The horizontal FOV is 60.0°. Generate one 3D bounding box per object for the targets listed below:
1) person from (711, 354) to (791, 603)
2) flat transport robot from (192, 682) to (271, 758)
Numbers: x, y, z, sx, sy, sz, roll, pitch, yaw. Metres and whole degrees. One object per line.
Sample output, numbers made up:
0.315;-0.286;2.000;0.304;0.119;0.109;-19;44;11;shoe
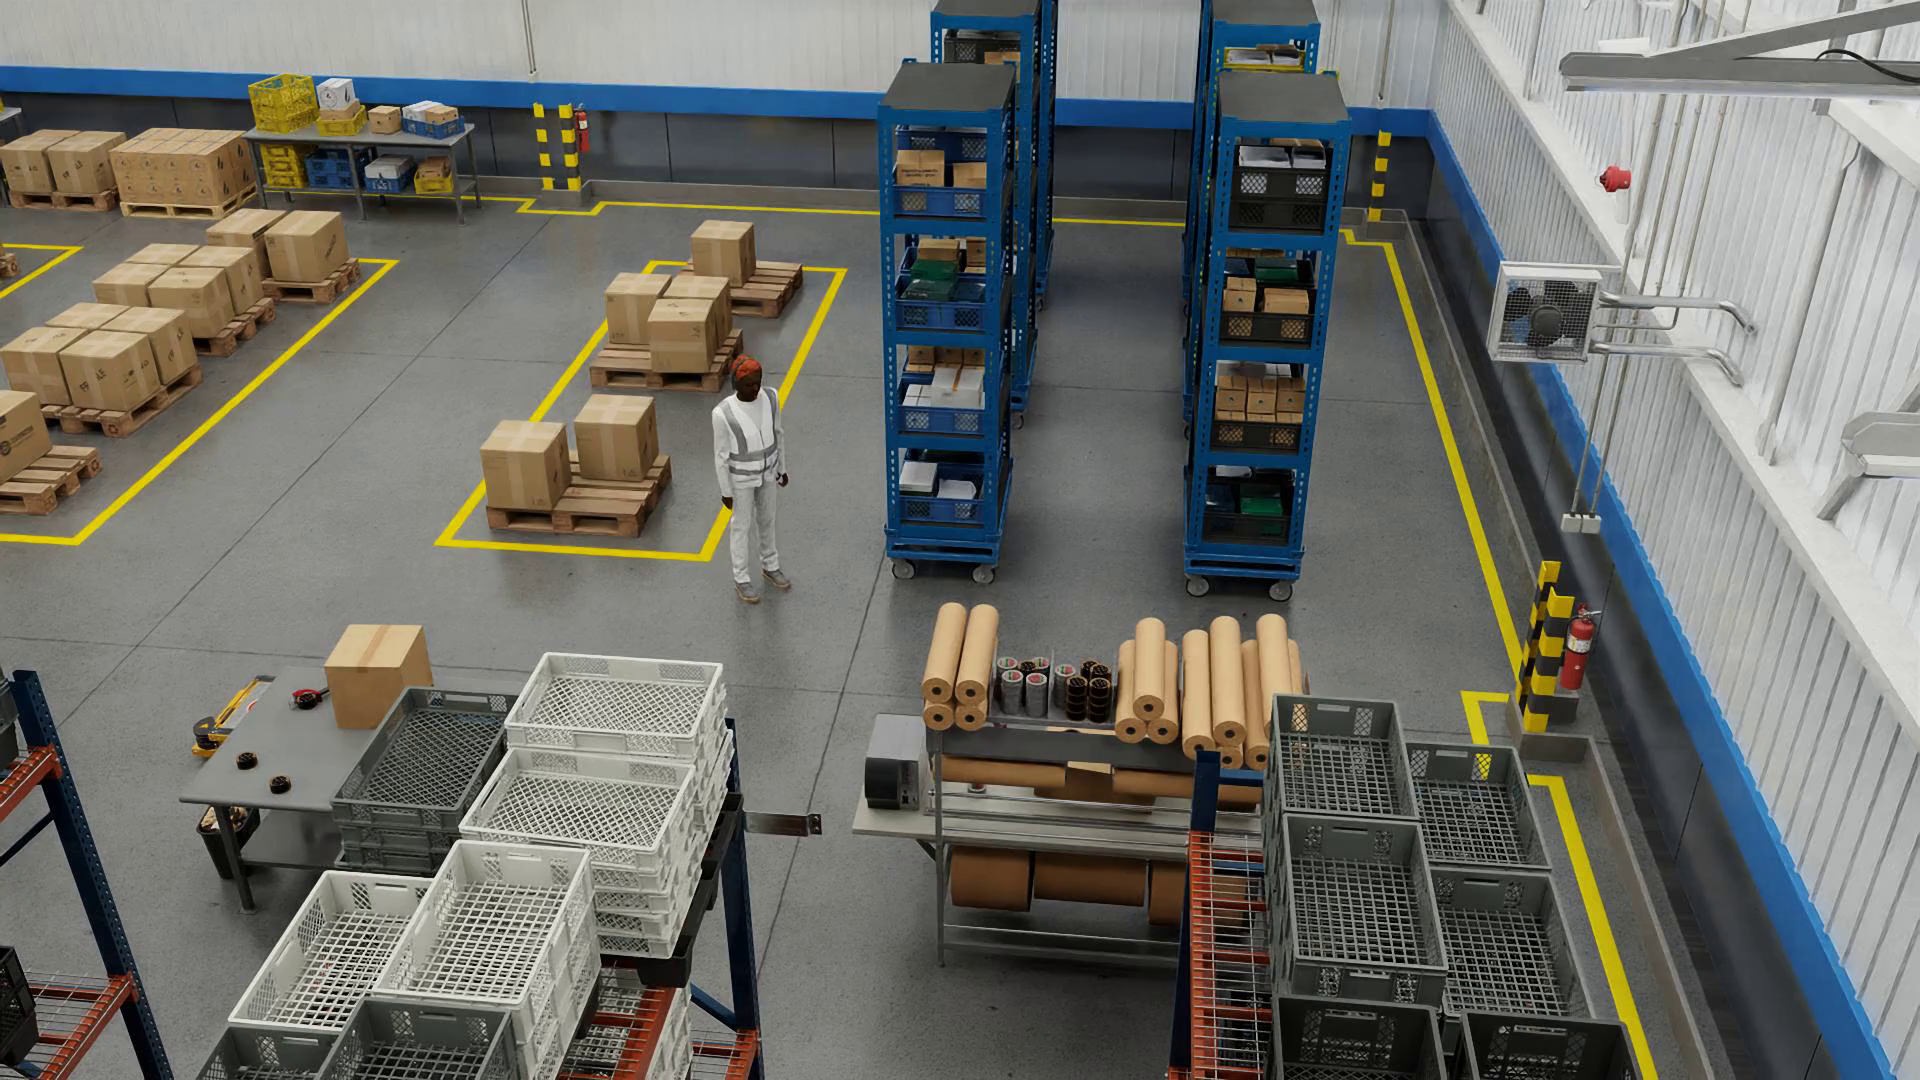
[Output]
-1.478;-0.450;11.846;0.341;1.882;0.575;26;39;37;person
-4.089;1.163;10.648;1.431;0.197;0.652;3;30;6;flat transport robot
